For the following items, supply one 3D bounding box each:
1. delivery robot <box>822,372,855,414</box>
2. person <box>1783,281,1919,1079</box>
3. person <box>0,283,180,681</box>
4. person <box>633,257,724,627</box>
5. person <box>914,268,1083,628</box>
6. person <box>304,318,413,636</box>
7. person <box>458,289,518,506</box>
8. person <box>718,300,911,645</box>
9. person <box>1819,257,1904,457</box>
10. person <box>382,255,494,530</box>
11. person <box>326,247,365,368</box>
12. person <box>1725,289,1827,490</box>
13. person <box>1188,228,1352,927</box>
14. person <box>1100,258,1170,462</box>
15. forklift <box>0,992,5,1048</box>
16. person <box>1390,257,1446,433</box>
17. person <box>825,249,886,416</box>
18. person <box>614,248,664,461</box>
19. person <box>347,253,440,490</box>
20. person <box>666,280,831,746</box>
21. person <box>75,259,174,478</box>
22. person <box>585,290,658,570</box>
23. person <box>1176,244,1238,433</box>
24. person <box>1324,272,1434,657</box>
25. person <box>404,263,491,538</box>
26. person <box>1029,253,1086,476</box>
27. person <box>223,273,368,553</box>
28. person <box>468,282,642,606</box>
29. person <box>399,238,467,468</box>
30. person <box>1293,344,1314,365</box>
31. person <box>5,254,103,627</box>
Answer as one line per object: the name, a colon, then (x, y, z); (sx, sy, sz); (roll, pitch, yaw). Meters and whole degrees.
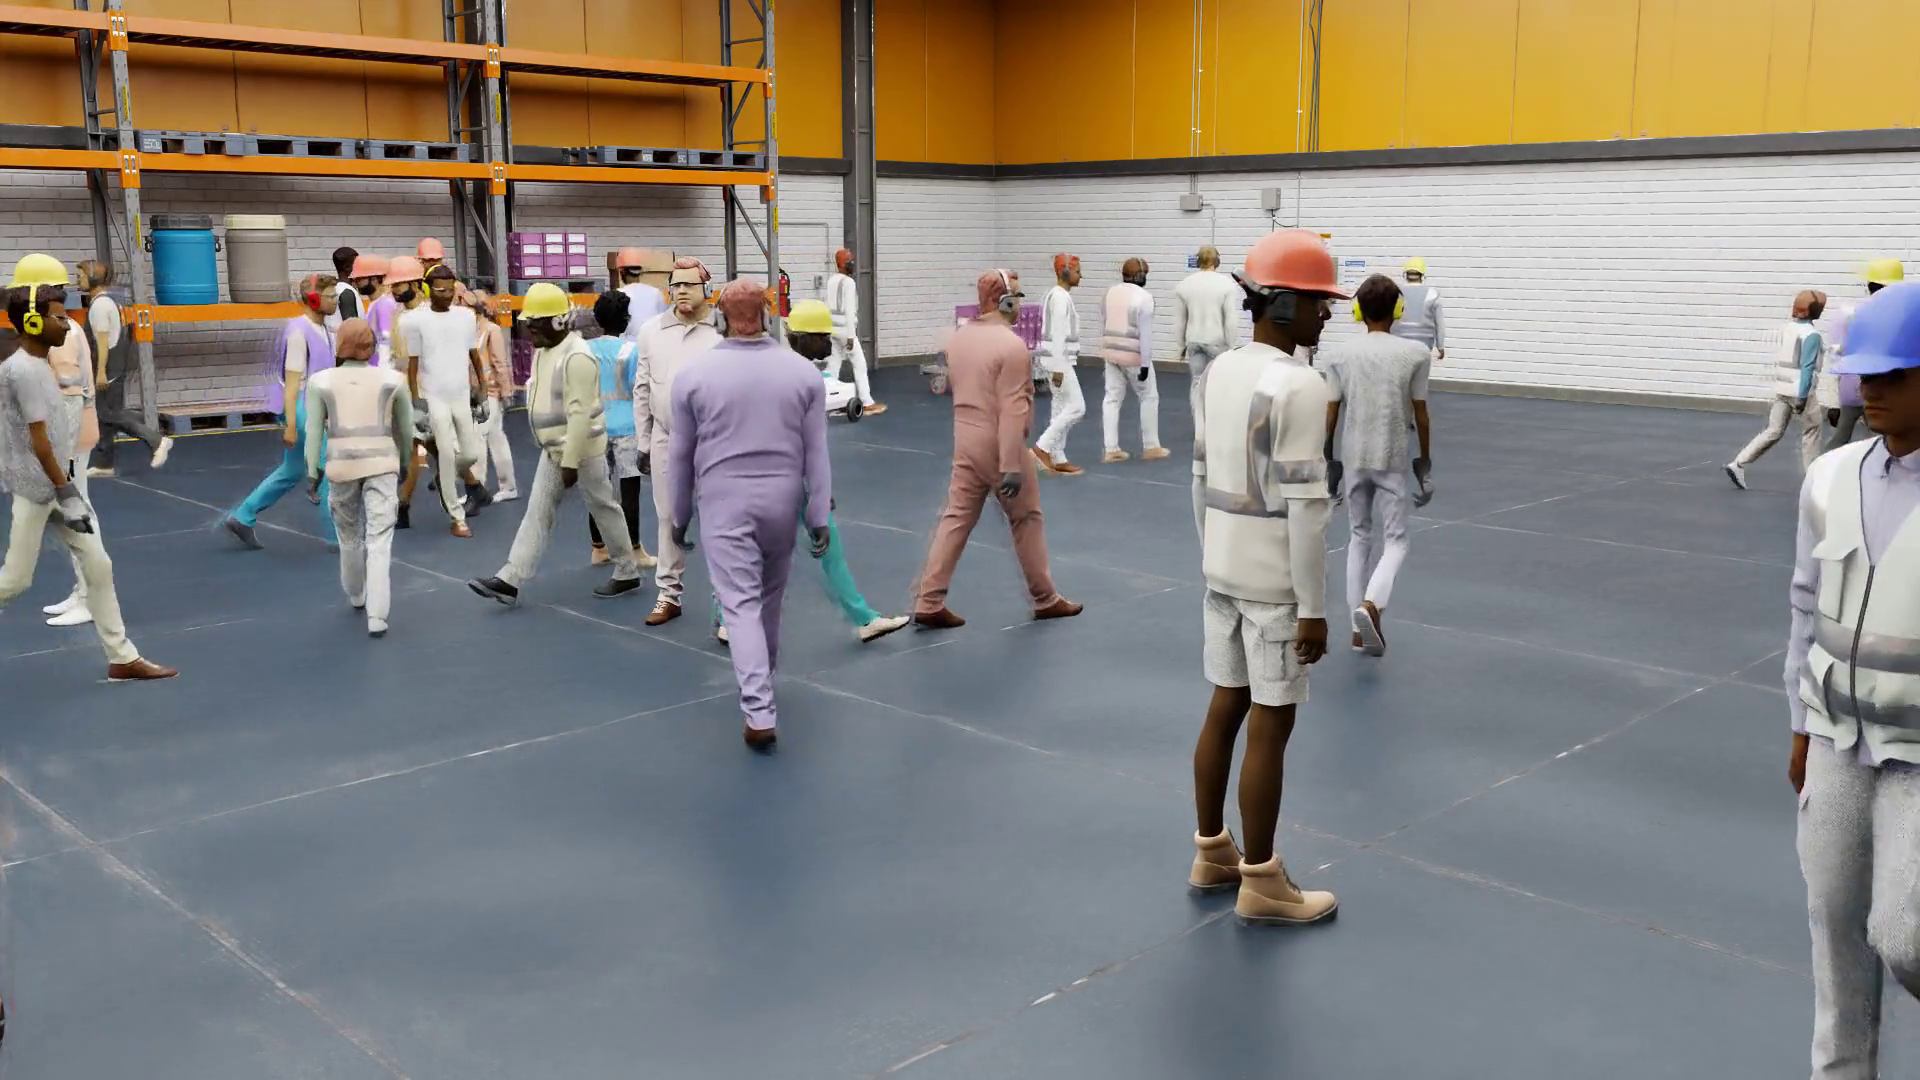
delivery robot: (-1.426, -1.563, 17.867); (0.477, 0.478, 0.707); (5, 12, 26)
person: (2.034, 0.421, 3.546); (0.525, 1.930, 0.624); (-4, 11, -22)
person: (-4.095, -0.213, 7.329); (0.976, 1.830, 0.508); (-3, 11, -16)
person: (-1.384, -0.497, 8.618); (0.639, 1.911, 0.406); (1, 10, 6)
person: (0.173, -0.463, 8.587); (0.980, 1.860, 0.659); (-7, 13, -34)
person: (-3.099, -0.345, 8.625); (0.518, 1.588, 0.854); (-3, 11, -14)
person: (-3.640, -1.058, 12.461); (0.694, 1.611, 0.531); (-8, 13, -37)
person: (-0.755, -0.303, 8.094); (0.956, 1.707, 0.532); (1, 10, 6)
person: (6.236, -0.994, 11.427); (0.623, 1.866, 1.019); (-1, 10, -5)
person: (-3.725, -1.043, 11.655); (0.549, 1.895, 1.000); (10, 14, 44)
person: (-5.380, -1.605, 14.627); (0.392, 1.920, 0.589); (-7, 12, -32)
person: (6.512, -1.163, 13.064); (0.786, 1.610, 0.522); (0, 10, 0)
person: (0.919, 0.113, 4.928); (0.393, 2.040, 0.611); (-4, 11, -19)
person: (1.581, -1.614, 14.943); (0.760, 1.813, 0.646); (-10, 14, -42)
forklift: (-3.245, 0.323, 3.363); (2.313, 2.155, 1.214); (2, 11, 13)
person: (4.721, -2.021, 17.236); (0.610, 1.790, 0.871); (5, 12, 27)
person: (-1.194, -2.316, 18.670); (0.800, 1.855, 0.616); (-6, 12, -32)
person: (-2.955, -1.672, 15.041); (0.560, 1.893, 0.927); (-7, 13, -35)
person: (-4.422, -1.290, 13.006); (0.976, 1.897, 0.561); (-7, 13, -34)
person: (-0.864, -0.129, 6.794); (0.642, 1.850, 1.023); (-4, 11, -21)
person: (-7.036, -1.422, 13.864); (0.669, 1.830, 0.518); (-5, 12, -26)
person: (-2.079, -0.658, 10.070); (0.541, 1.696, 0.315); (5, 12, 26)
person: (2.410, -1.909, 16.239); (0.659, 1.928, 0.422); (6, 12, 30)
person: (1.978, -0.341, 7.933); (0.530, 1.849, 0.634); (5, 12, 26)
person: (-3.497, -0.952, 11.280); (0.570, 1.840, 0.650); (-8, 13, -38)
person: (0.865, -1.458, 13.927); (0.415, 1.873, 0.586); (0, 10, 1)
person: (-4.236, -0.794, 10.559); (0.949, 1.802, 0.582); (-1, 10, -8)
person: (-2.184, -0.505, 9.034); (0.982, 1.764, 0.606); (-8, 13, -37)
person: (-4.580, -1.629, 14.548); (0.613, 1.995, 0.391); (-5, 11, -25)
person: (3.230, -1.973, 16.408); (0.641, 1.999, 0.918); (-1, 10, -4)
person: (-4.689, -0.516, 8.668); (0.370, 1.925, 0.595); (-6, 12, -29)
